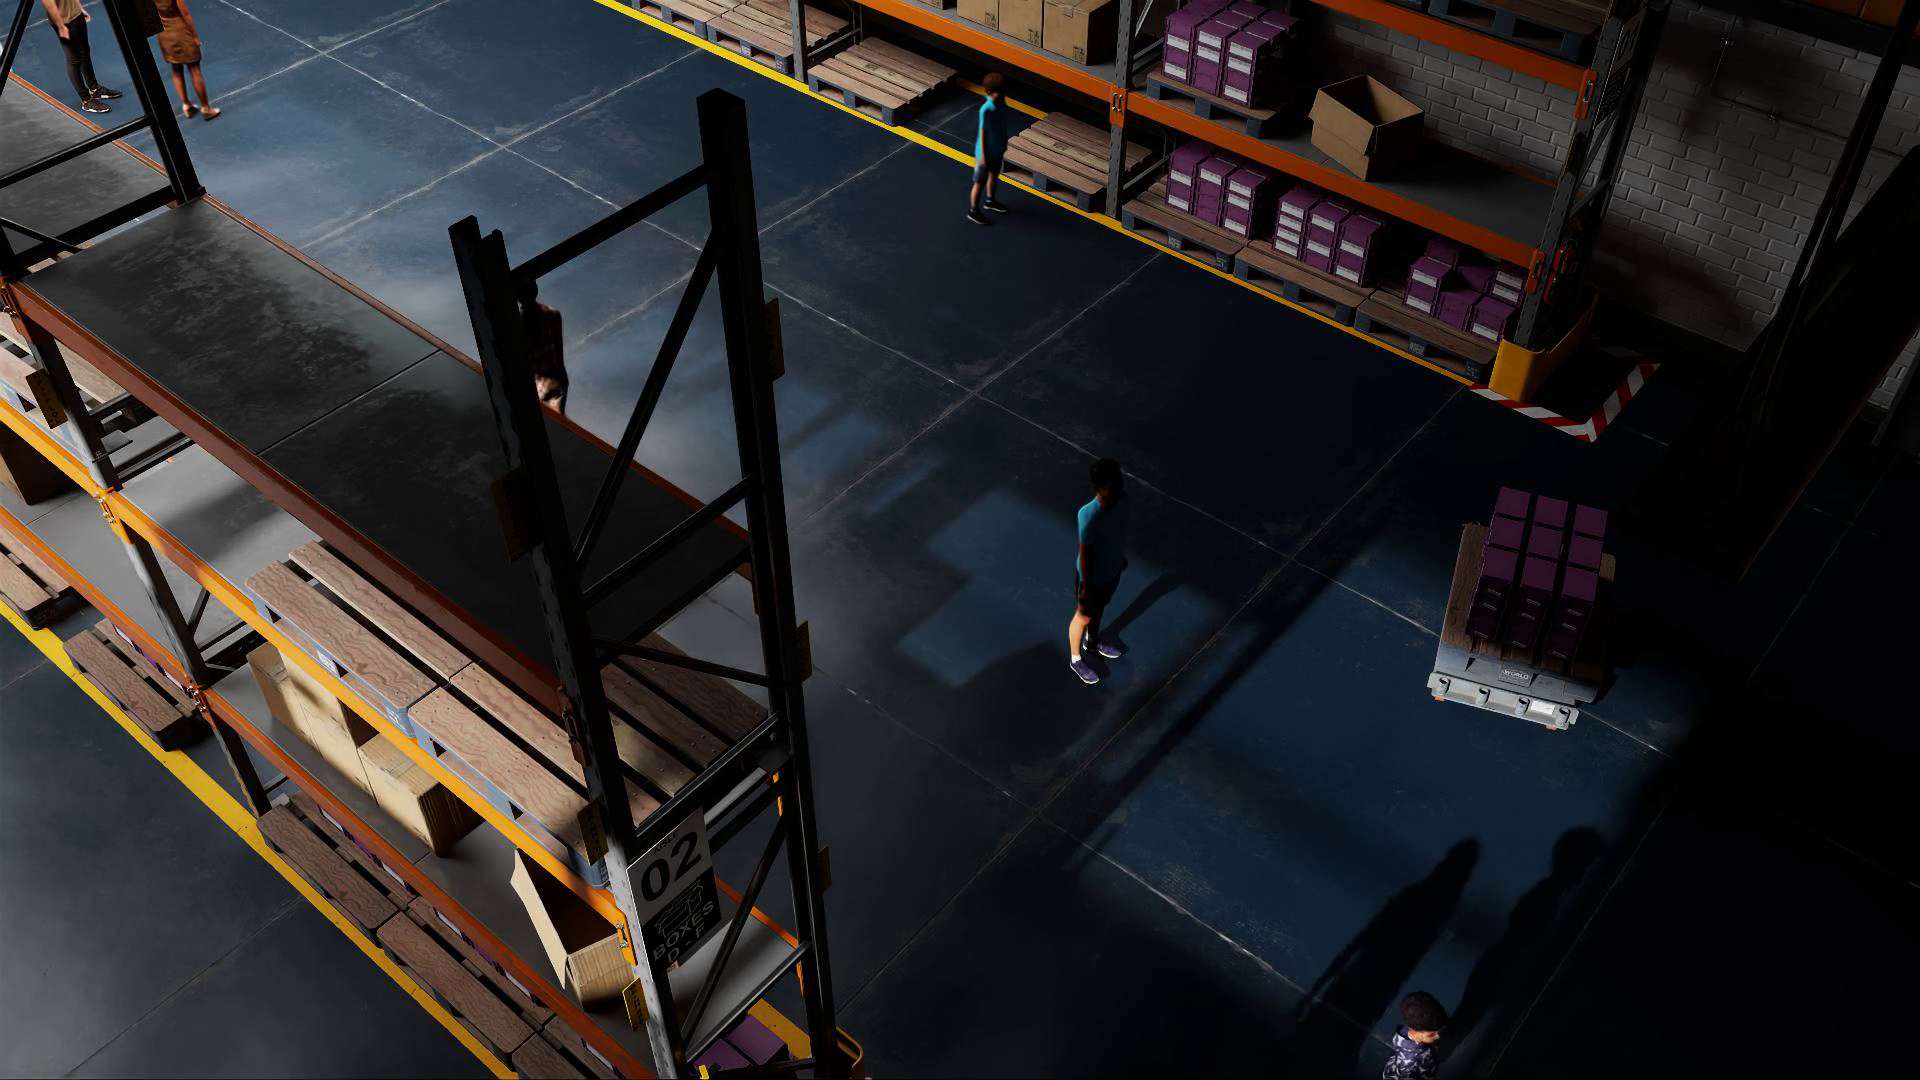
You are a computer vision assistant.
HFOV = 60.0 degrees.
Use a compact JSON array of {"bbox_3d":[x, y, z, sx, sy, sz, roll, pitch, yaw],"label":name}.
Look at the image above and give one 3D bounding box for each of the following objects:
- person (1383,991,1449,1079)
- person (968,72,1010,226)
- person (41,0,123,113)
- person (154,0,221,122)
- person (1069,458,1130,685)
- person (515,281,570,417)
[{"bbox_3d":[2.291,2.724,8.499,0.491,1.251,0.482,30,51,28],"label":"person"},{"bbox_3d":[0.261,-3.535,14.928,0.499,1.444,0.525,29,51,27],"label":"person"},{"bbox_3d":[-8.773,-5.137,16.314,0.780,1.851,0.749,1,44,1],"label":"person"},{"bbox_3d":[-7.627,-4.891,16.178,0.590,1.684,0.699,9,44,9],"label":"person"},{"bbox_3d":[0.894,0.175,10.793,0.526,1.777,0.623,27,50,26],"label":"person"},{"bbox_3d":[-2.985,-1.085,12.131,0.696,1.755,0.745,-29,51,-27],"label":"person"}]
